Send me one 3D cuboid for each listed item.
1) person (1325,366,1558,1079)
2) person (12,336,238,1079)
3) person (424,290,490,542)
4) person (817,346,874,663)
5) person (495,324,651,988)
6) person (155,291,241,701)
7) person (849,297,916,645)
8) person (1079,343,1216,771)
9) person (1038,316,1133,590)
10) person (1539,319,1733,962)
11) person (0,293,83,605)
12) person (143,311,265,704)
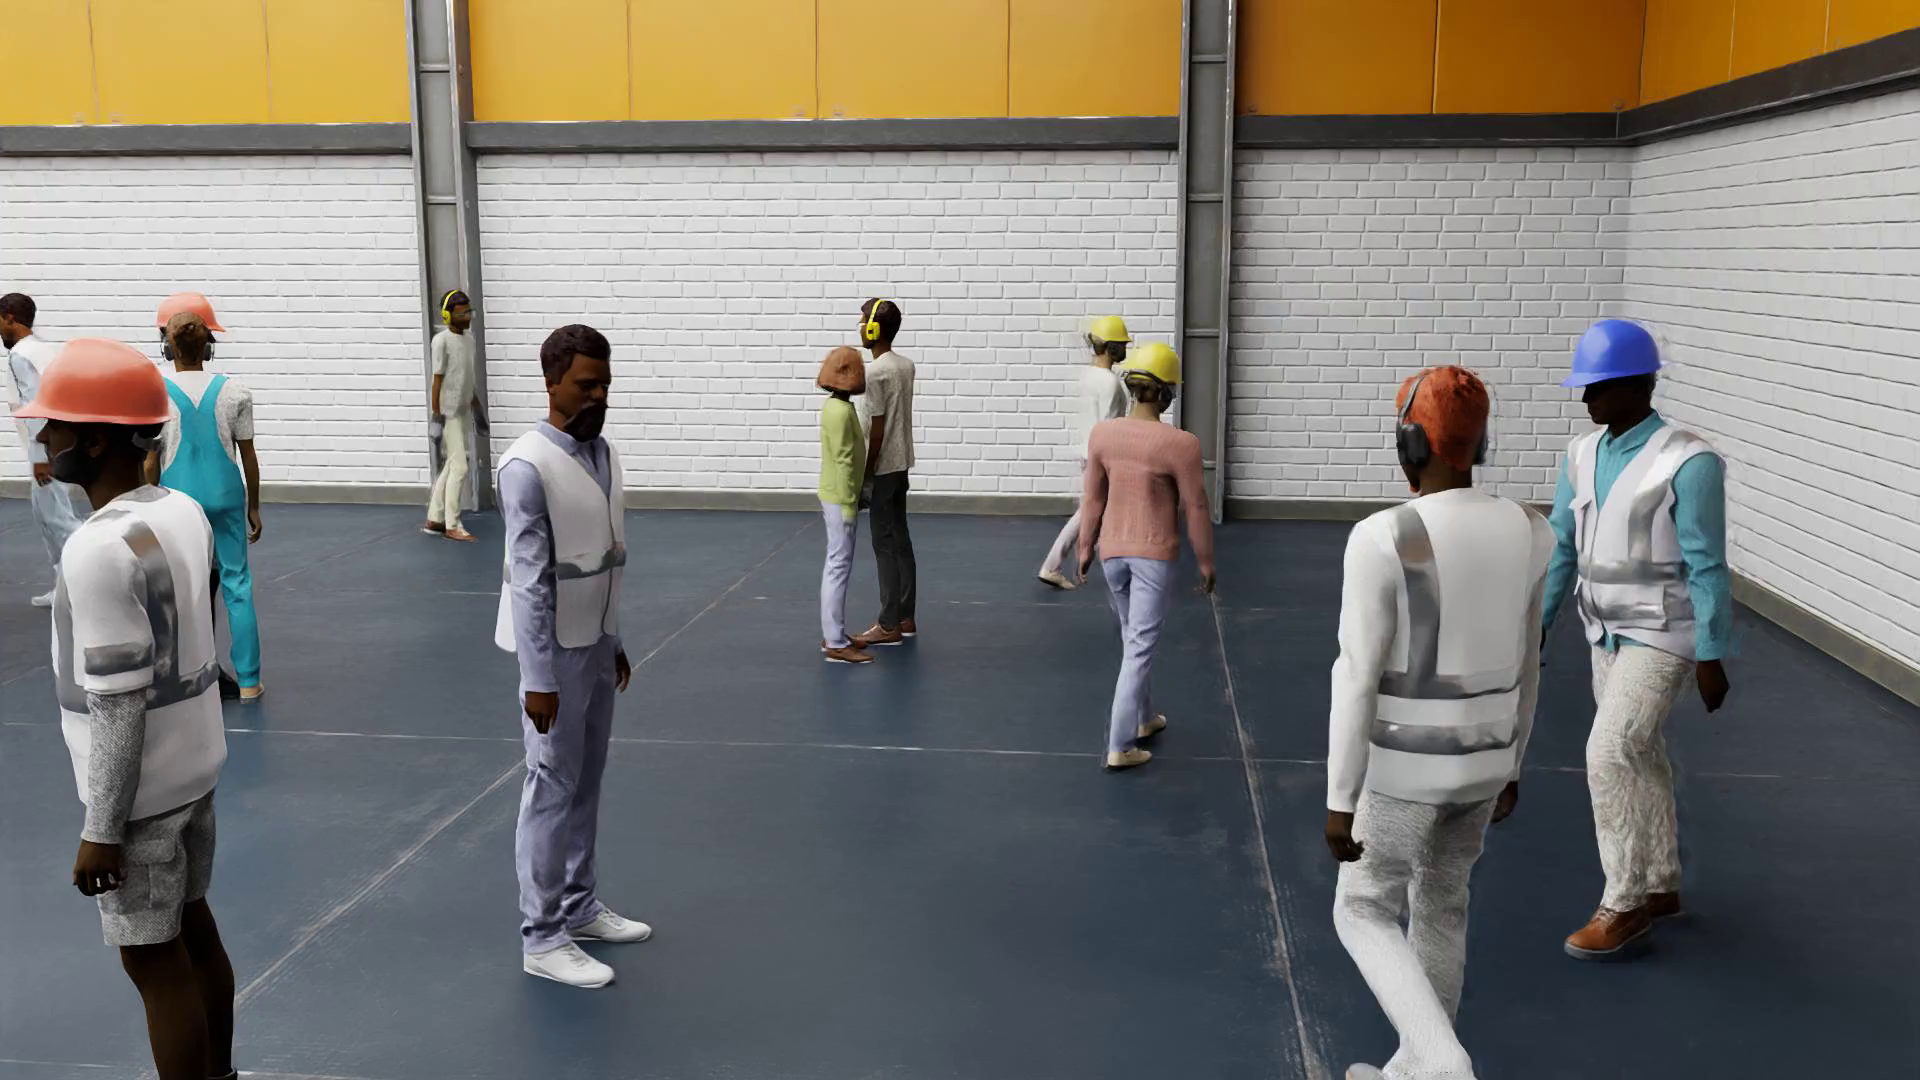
[{"bbox_3d":[1.110,0.540,3.818,0.604,1.872,0.565,-4,11,-23],"label":"person"},{"bbox_3d":[-1.829,0.525,3.693,0.354,1.942,0.545,-2,10,-9],"label":"person"},{"bbox_3d":[-3.767,-0.905,12.203,0.564,1.839,0.594,1,10,5],"label":"person"},{"bbox_3d":[-0.593,-0.184,8.641,0.292,1.628,0.512,-2,10,-9],"label":"person"},{"bbox_3d":[-1.153,0.327,4.900,0.386,1.914,0.590,2,10,11],"label":"person"},{"bbox_3d":[-3.604,-0.200,7.860,0.551,1.933,0.378,8,13,40],"label":"person"},{"bbox_3d":[-0.418,-0.363,8.976,0.327,1.874,0.520,4,11,22],"label":"person"},{"bbox_3d":[0.823,0.057,6.924,0.557,1.734,0.758,8,13,39],"label":"person"},{"bbox_3d":[0.885,-0.519,10.274,0.814,1.733,0.539,-2,10,-11],"label":"person"},{"bbox_3d":[2.003,0.295,5.077,0.691,1.912,0.616,-2,10,-12],"label":"person"},{"bbox_3d":[-5.320,-0.515,9.859,0.606,1.873,0.665,-3,10,-18],"label":"person"},{"bbox_3d":[-3.510,-0.128,7.708,0.508,1.846,0.345,-6,12,-30],"label":"person"}]
